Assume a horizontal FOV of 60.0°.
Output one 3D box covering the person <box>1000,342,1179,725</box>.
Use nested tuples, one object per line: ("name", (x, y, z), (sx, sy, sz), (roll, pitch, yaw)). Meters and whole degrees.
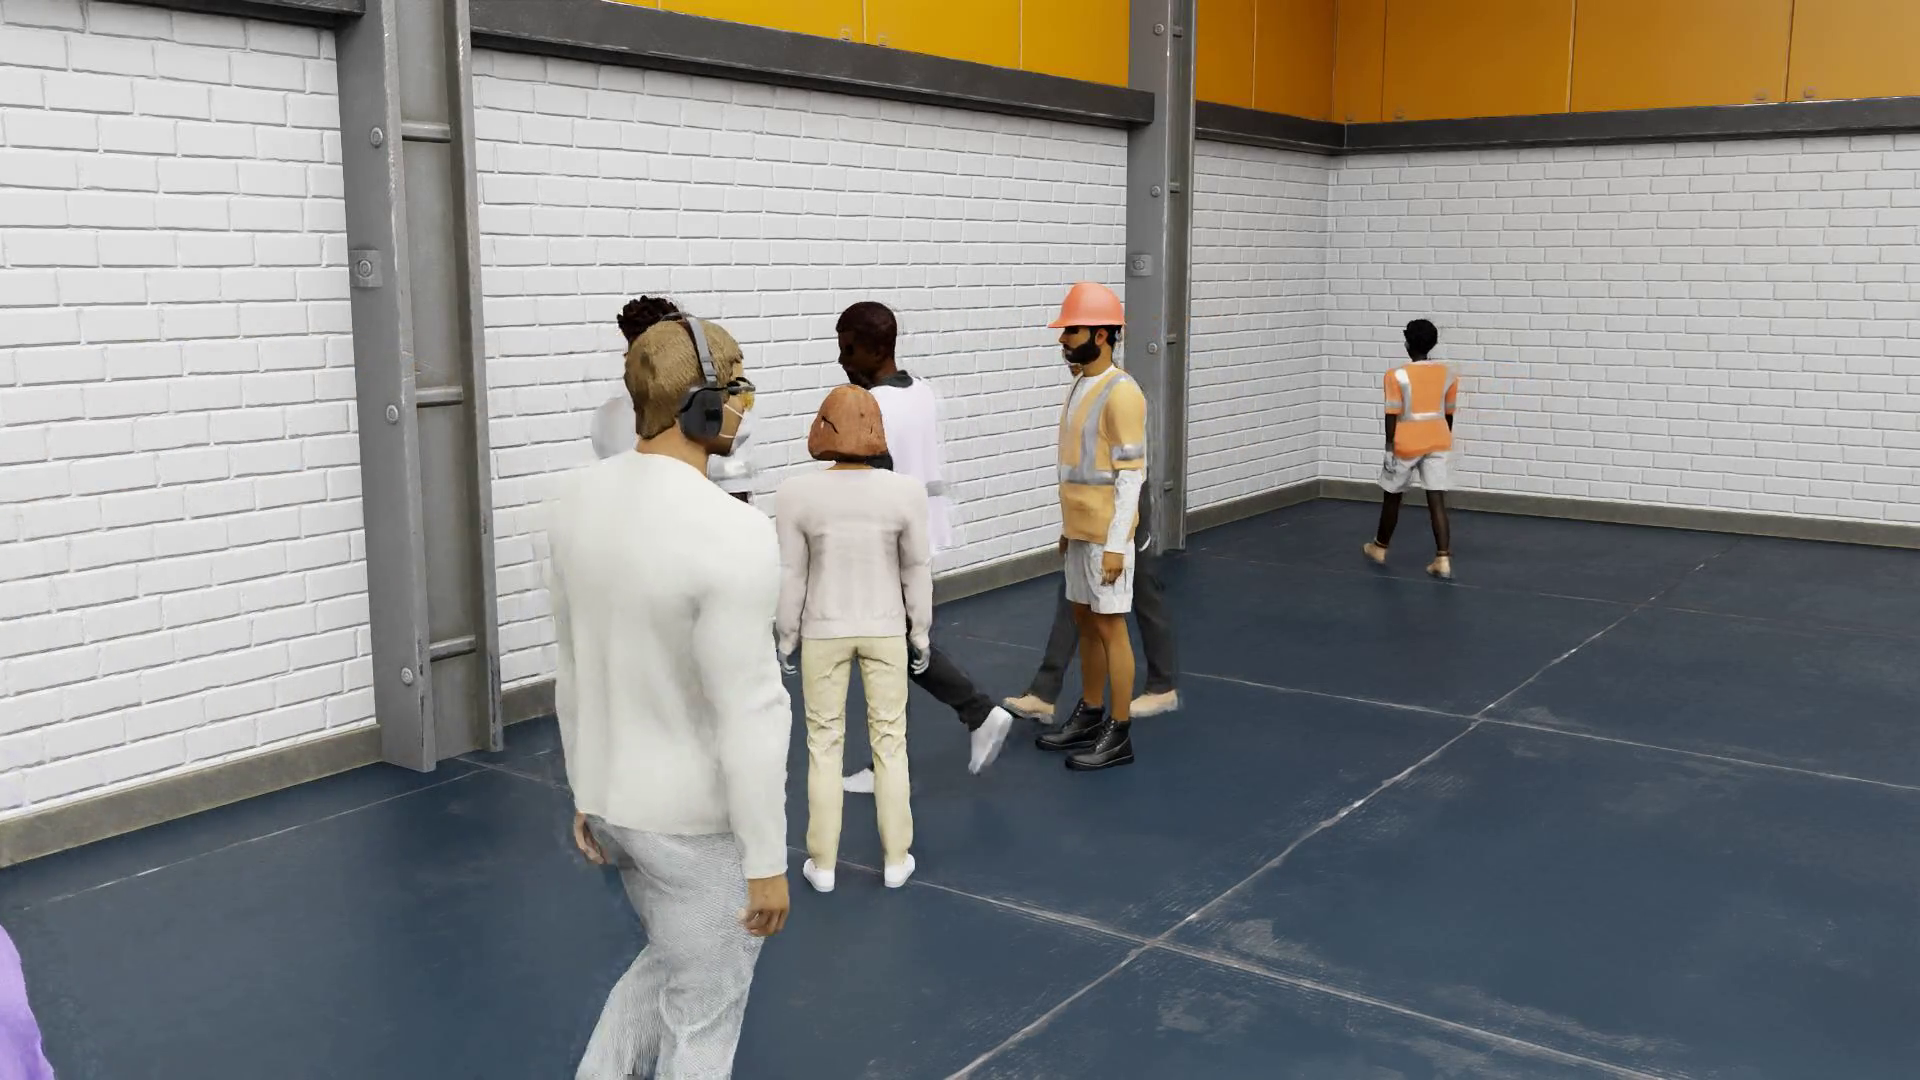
("person", (0.596, -0.068, 7.185), (0.950, 1.782, 0.518), (-6, 11, -34))

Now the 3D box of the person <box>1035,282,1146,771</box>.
("person", (0.525, -0.050, 6.642), (0.368, 1.939, 0.542), (-3, 10, -17))

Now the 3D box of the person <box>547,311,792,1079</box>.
("person", (-0.545, 0.531, 3.219), (0.459, 1.928, 0.644), (-9, 13, -42))

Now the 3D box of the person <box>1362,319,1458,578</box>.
("person", (2.965, -0.608, 10.820), (0.539, 1.645, 0.849), (-1, 10, -9))

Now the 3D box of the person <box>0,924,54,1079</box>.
("person", (-0.995, 0.865, 1.526), (0.449, 1.828, 0.582), (-9, 13, -42))

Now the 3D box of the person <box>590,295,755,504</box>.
("person", (-1.014, 0.089, 5.928), (0.611, 1.909, 1.037), (1, 10, 6))

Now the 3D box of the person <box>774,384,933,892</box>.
("person", (-0.340, 0.318, 5.343), (0.507, 1.636, 0.274), (-1, 10, -7))

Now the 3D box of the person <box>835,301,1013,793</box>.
("person", (-0.180, 0.065, 6.156), (0.615, 1.882, 0.635), (3, 10, 17))
